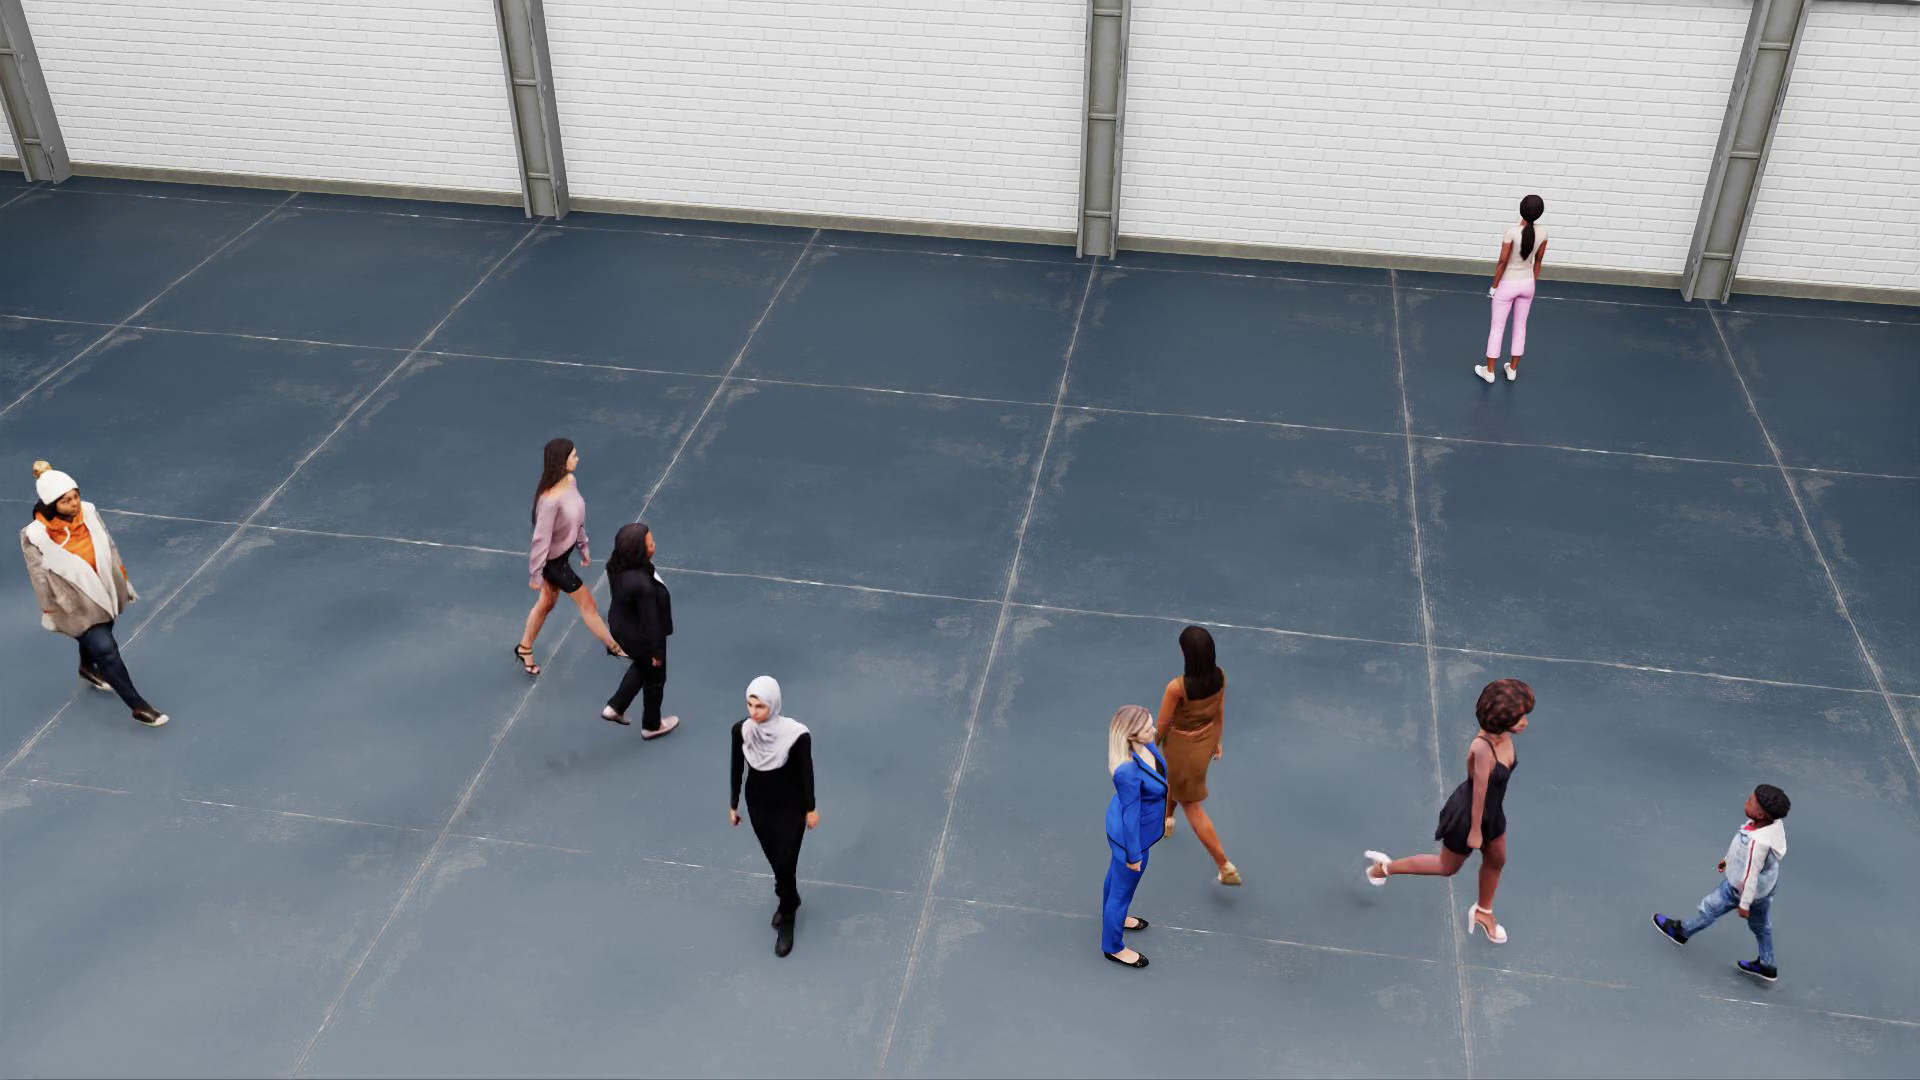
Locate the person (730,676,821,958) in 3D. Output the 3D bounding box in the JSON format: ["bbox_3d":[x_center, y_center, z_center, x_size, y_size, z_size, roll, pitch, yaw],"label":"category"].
[{"bbox_3d":[-0.964,1.413,9.050,0.669,1.762,0.732,11,35,16],"label":"person"}]

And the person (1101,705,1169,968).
[{"bbox_3d":[0.893,1.557,8.888,0.554,1.701,0.622,3,34,5],"label":"person"}]

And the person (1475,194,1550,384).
[{"bbox_3d":[4.839,-2.198,14.501,0.558,1.742,0.694,-5,34,-8],"label":"person"}]

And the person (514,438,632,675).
[{"bbox_3d":[-2.720,0.188,10.911,1.125,1.742,0.777,4,34,6],"label":"person"}]

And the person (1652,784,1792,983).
[{"bbox_3d":[4.271,1.850,8.868,0.952,1.234,0.800,28,43,36],"label":"person"}]

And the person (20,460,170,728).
[{"bbox_3d":[-5.657,0.312,10.629,1.236,1.847,0.873,14,36,20],"label":"person"}]

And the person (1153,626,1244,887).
[{"bbox_3d":[1.344,1.257,9.385,0.960,1.651,1.080,-25,41,-32],"label":"person"}]

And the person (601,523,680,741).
[{"bbox_3d":[-2.073,0.619,10.387,0.915,1.604,0.857,-23,40,-30],"label":"person"}]

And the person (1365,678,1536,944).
[{"bbox_3d":[2.681,1.464,8.980,1.125,1.754,0.872,23,40,30],"label":"person"}]
